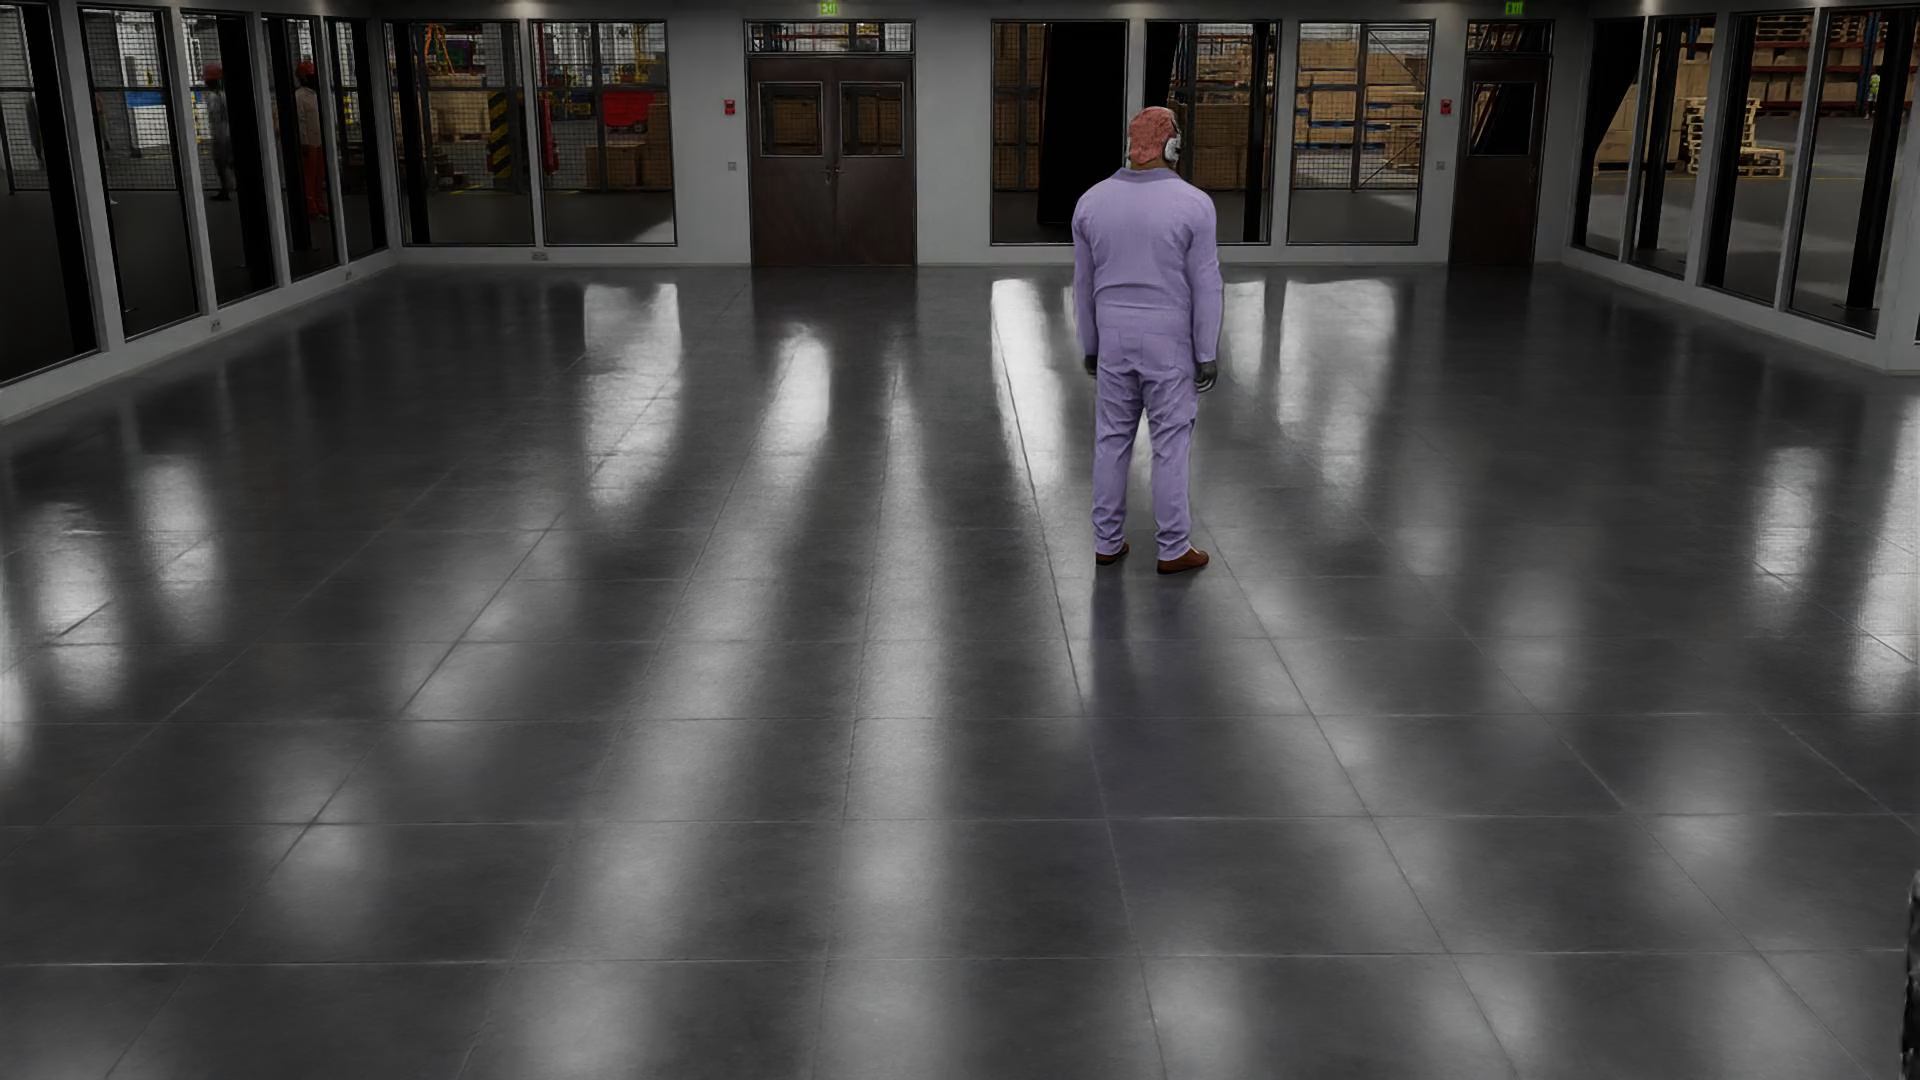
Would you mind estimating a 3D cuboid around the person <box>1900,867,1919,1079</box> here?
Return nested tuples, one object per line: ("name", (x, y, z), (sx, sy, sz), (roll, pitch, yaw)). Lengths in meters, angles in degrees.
("person", (0.721, 0.871, 1.230), (0.535, 1.854, 0.571), (-4, 17, -14))

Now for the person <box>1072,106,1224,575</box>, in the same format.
("person", (0.782, -0.805, 6.849), (0.642, 1.906, 0.410), (10, 19, 30))
